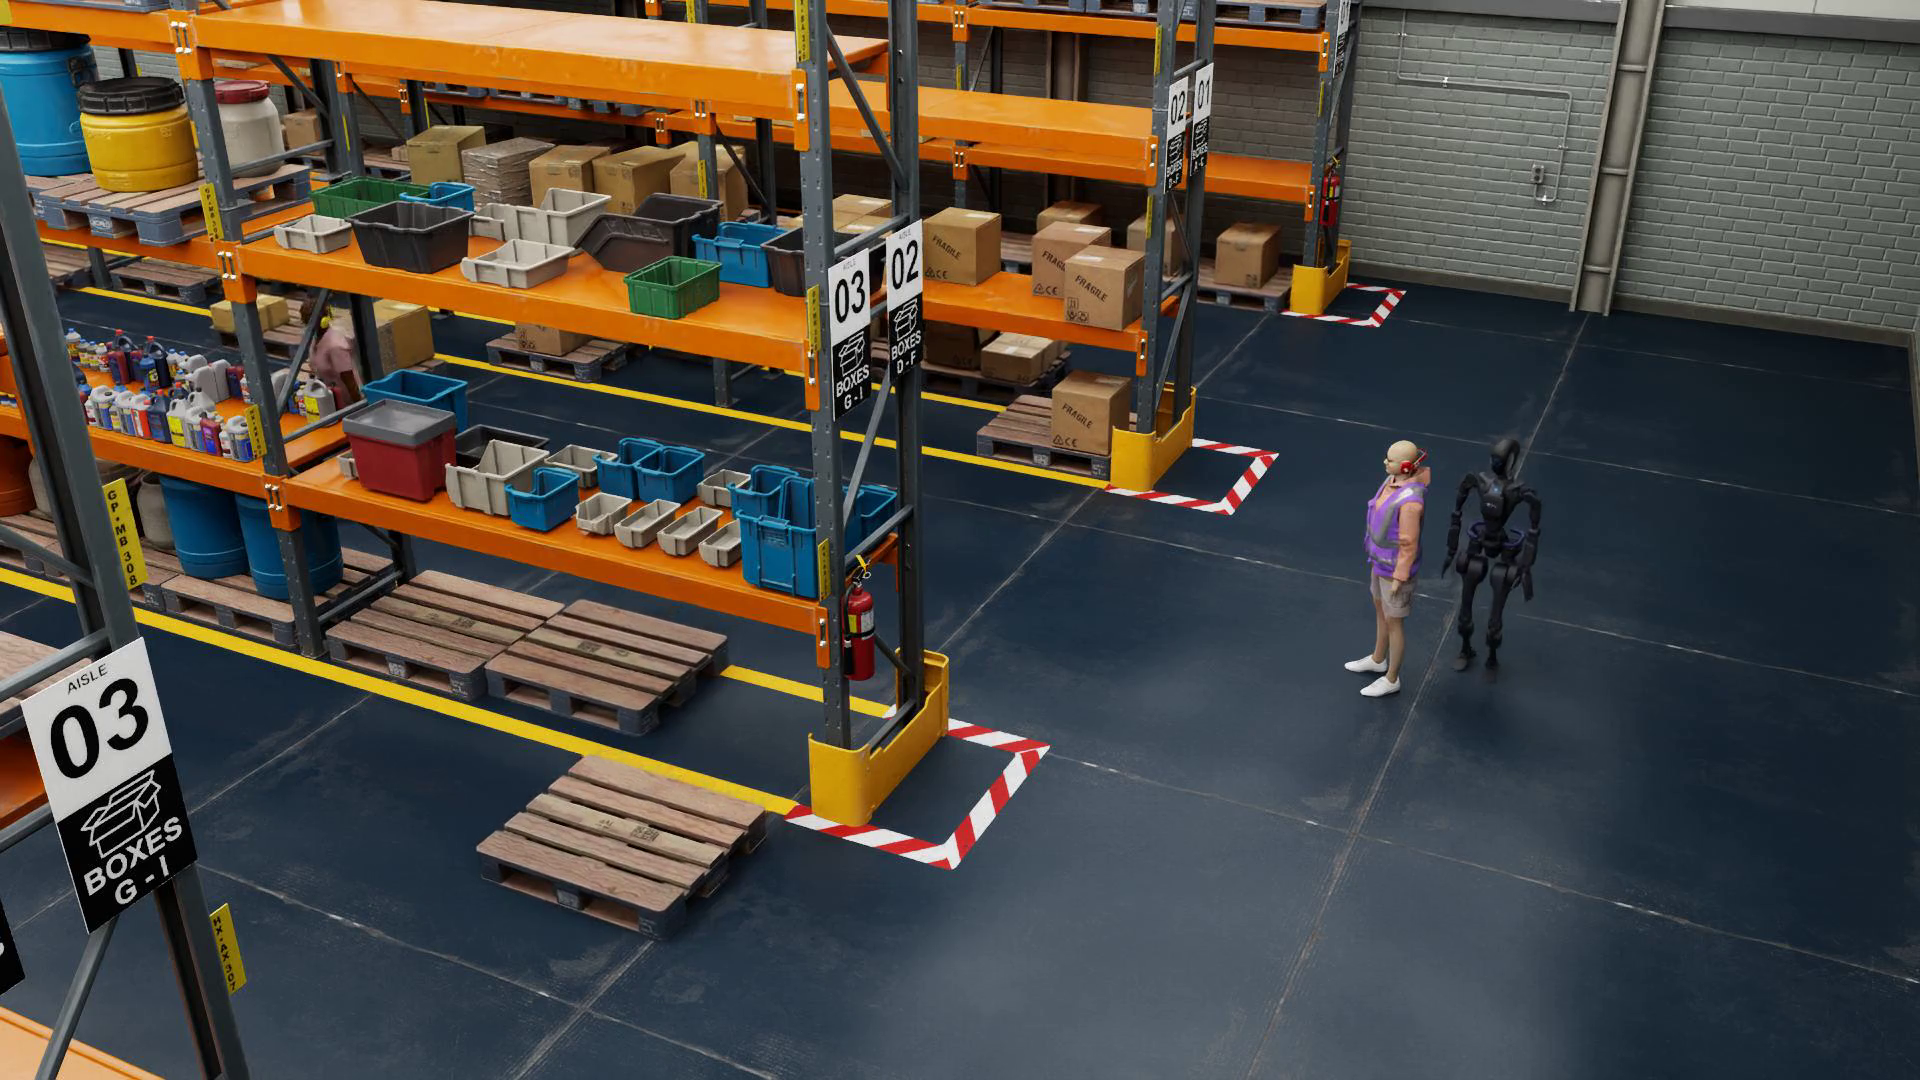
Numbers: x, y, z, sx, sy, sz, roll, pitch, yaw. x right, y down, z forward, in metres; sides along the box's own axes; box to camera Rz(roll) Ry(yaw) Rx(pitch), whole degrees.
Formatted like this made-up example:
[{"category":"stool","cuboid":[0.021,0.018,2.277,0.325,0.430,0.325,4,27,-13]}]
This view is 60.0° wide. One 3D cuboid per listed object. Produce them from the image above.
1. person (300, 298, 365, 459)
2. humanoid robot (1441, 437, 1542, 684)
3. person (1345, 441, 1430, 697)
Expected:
[{"category":"person","cuboid":[-4.730,-1.008,12.687,1.035,1.724,0.608,-19,32,-33]},{"category":"humanoid robot","cuboid":[3.340,0.117,10.478,0.603,1.649,0.313,16,31,30]},{"category":"person","cuboid":[2.686,0.170,10.350,0.349,1.693,0.492,-2,26,-4]}]
